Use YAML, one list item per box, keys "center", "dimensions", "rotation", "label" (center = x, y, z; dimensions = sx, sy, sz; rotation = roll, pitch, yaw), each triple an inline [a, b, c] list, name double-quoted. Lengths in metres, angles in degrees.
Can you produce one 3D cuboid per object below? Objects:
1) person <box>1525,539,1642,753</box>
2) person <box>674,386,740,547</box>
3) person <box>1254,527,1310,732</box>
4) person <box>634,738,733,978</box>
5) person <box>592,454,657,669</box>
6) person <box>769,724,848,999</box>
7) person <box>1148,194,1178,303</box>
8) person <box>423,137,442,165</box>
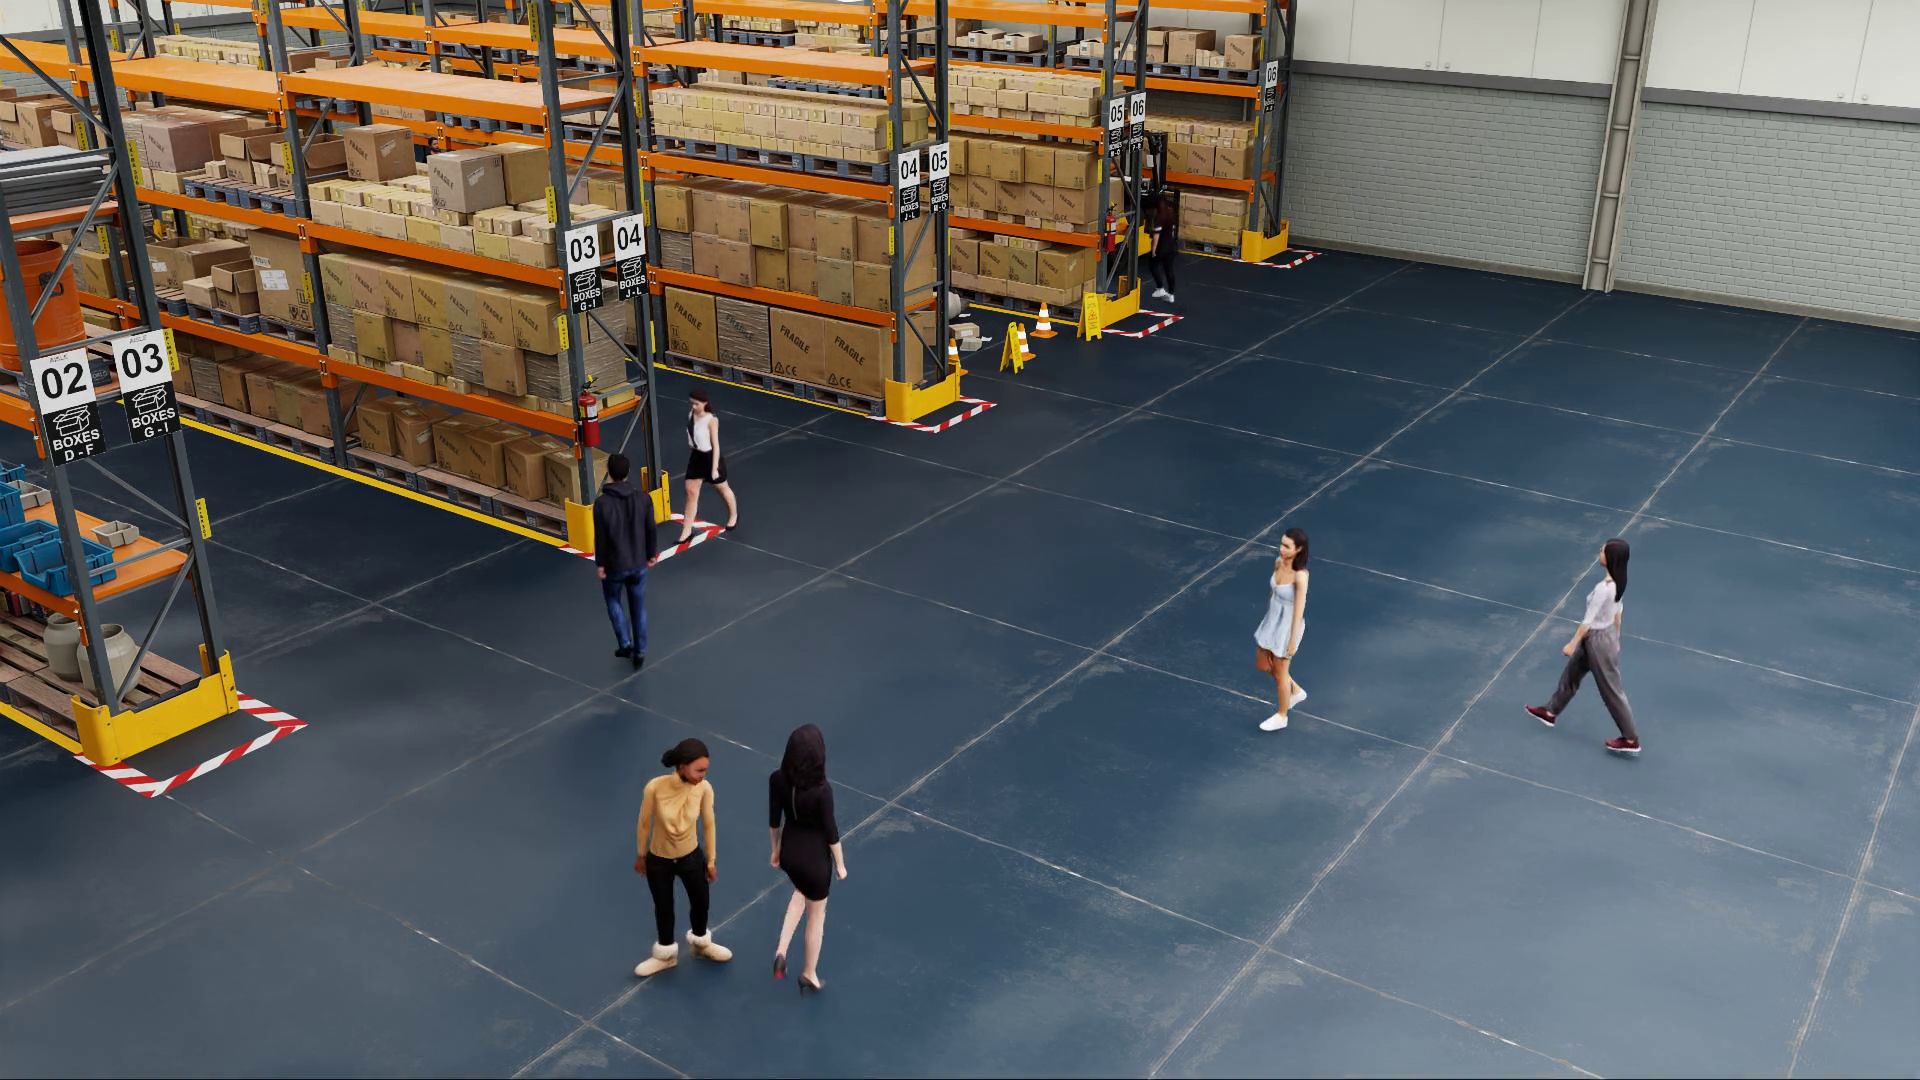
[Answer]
- center: [4.952, 0.846, 12.637]
  dimensions: [1.132, 1.683, 0.593]
  rotation: [16, 28, 33]
  label: "person"
- center: [-2.447, -0.752, 16.512]
  dimensions: [1.036, 1.590, 0.676]
  rotation: [14, 27, 30]
  label: "person"
- center: [2.603, 0.686, 12.971]
  dimensions: [0.839, 1.717, 0.786]
  rotation: [-9, 25, -20]
  label: "person"
- center: [-1.786, 1.935, 10.145]
  dimensions: [0.806, 1.629, 0.863]
  rotation: [2, 23, 4]
  label: "person"
- center: [-2.770, 0.223, 13.856]
  dimensions: [0.802, 1.875, 0.816]
  rotation: [-10, 25, -22]
  label: "person"
- center: [-0.968, 1.970, 9.853]
  dimensions: [0.575, 1.793, 0.663]
  rotation: [16, 28, 32]
  label: "person"
- center: [3.098, -4.357, 24.963]
  dimensions: [0.760, 1.610, 0.737]
  rotation: [-17, 28, -34]
  label: "person"
- center: [-9.069, -6.126, 28.934]
  dimensions: [0.592, 1.759, 0.660]
  rotation: [16, 28, 33]
  label: "person"
